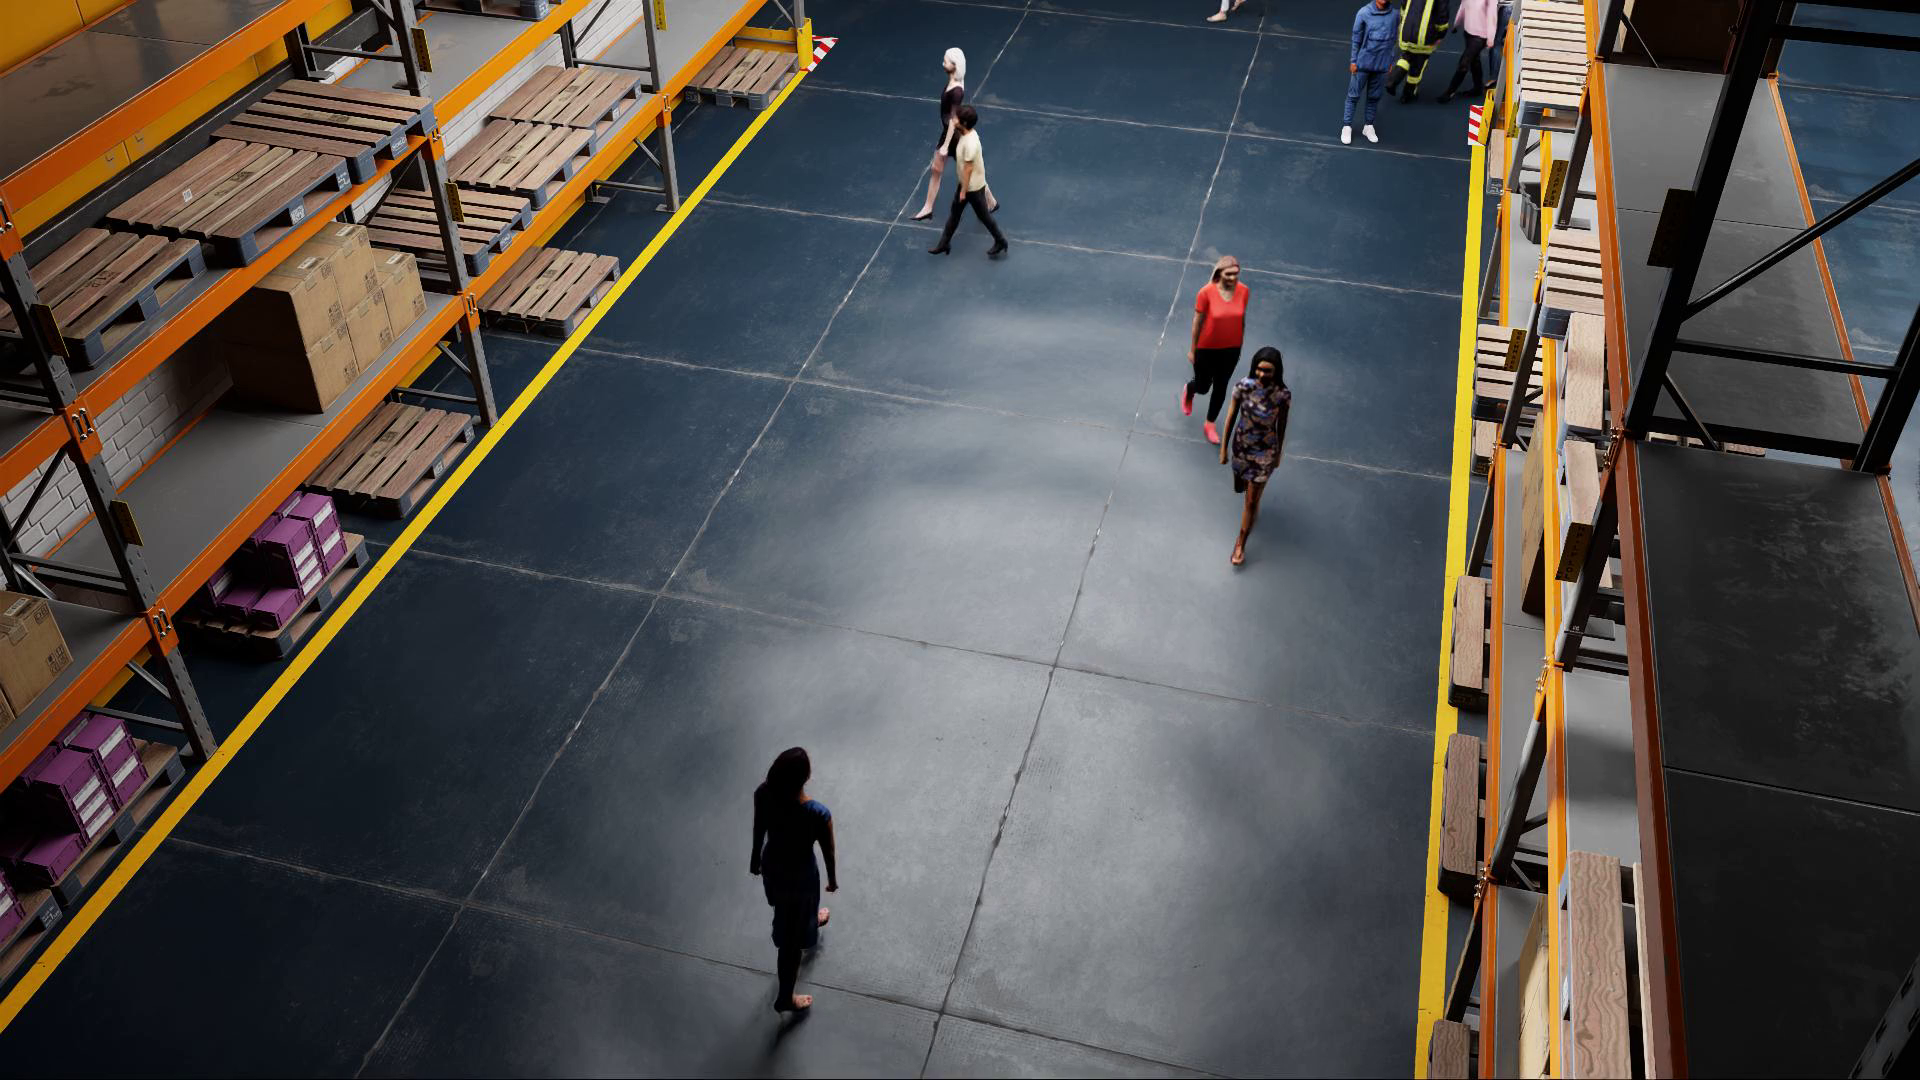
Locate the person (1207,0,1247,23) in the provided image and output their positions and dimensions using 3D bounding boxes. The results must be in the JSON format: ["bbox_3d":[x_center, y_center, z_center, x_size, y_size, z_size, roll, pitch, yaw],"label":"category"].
[{"bbox_3d":[3.406,-7.263,20.607,0.785,1.683,0.771,-6,39,-7],"label":"person"}]

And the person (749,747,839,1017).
[{"bbox_3d":[-0.940,1.905,9.060,0.814,1.766,1.061,22,43,25],"label":"person"}]

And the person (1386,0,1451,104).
[{"bbox_3d":[5.115,-5.730,18.562,0.990,1.839,0.947,-31,48,-33],"label":"person"}]

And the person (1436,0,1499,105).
[{"bbox_3d":[5.881,-5.704,18.685,1.024,1.645,0.987,-12,40,-15],"label":"person"}]

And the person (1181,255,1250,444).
[{"bbox_3d":[2.062,-1.602,13.519,0.807,1.682,0.911,-7,39,-9],"label":"person"}]

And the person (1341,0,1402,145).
[{"bbox_3d":[4.427,-5.181,17.897,0.749,1.811,0.711,-4,39,-5],"label":"person"}]

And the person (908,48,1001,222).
[{"bbox_3d":[0.044,-3.915,16.332,1.022,1.786,1.170,-7,39,-9],"label":"person"}]

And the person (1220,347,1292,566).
[{"bbox_3d":[2.205,-0.699,12.369,0.637,1.707,1.054,12,40,14],"label":"person"}]

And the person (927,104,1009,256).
[{"bbox_3d":[0.179,-3.376,15.855,0.943,1.539,1.046,-5,39,-6],"label":"person"}]
